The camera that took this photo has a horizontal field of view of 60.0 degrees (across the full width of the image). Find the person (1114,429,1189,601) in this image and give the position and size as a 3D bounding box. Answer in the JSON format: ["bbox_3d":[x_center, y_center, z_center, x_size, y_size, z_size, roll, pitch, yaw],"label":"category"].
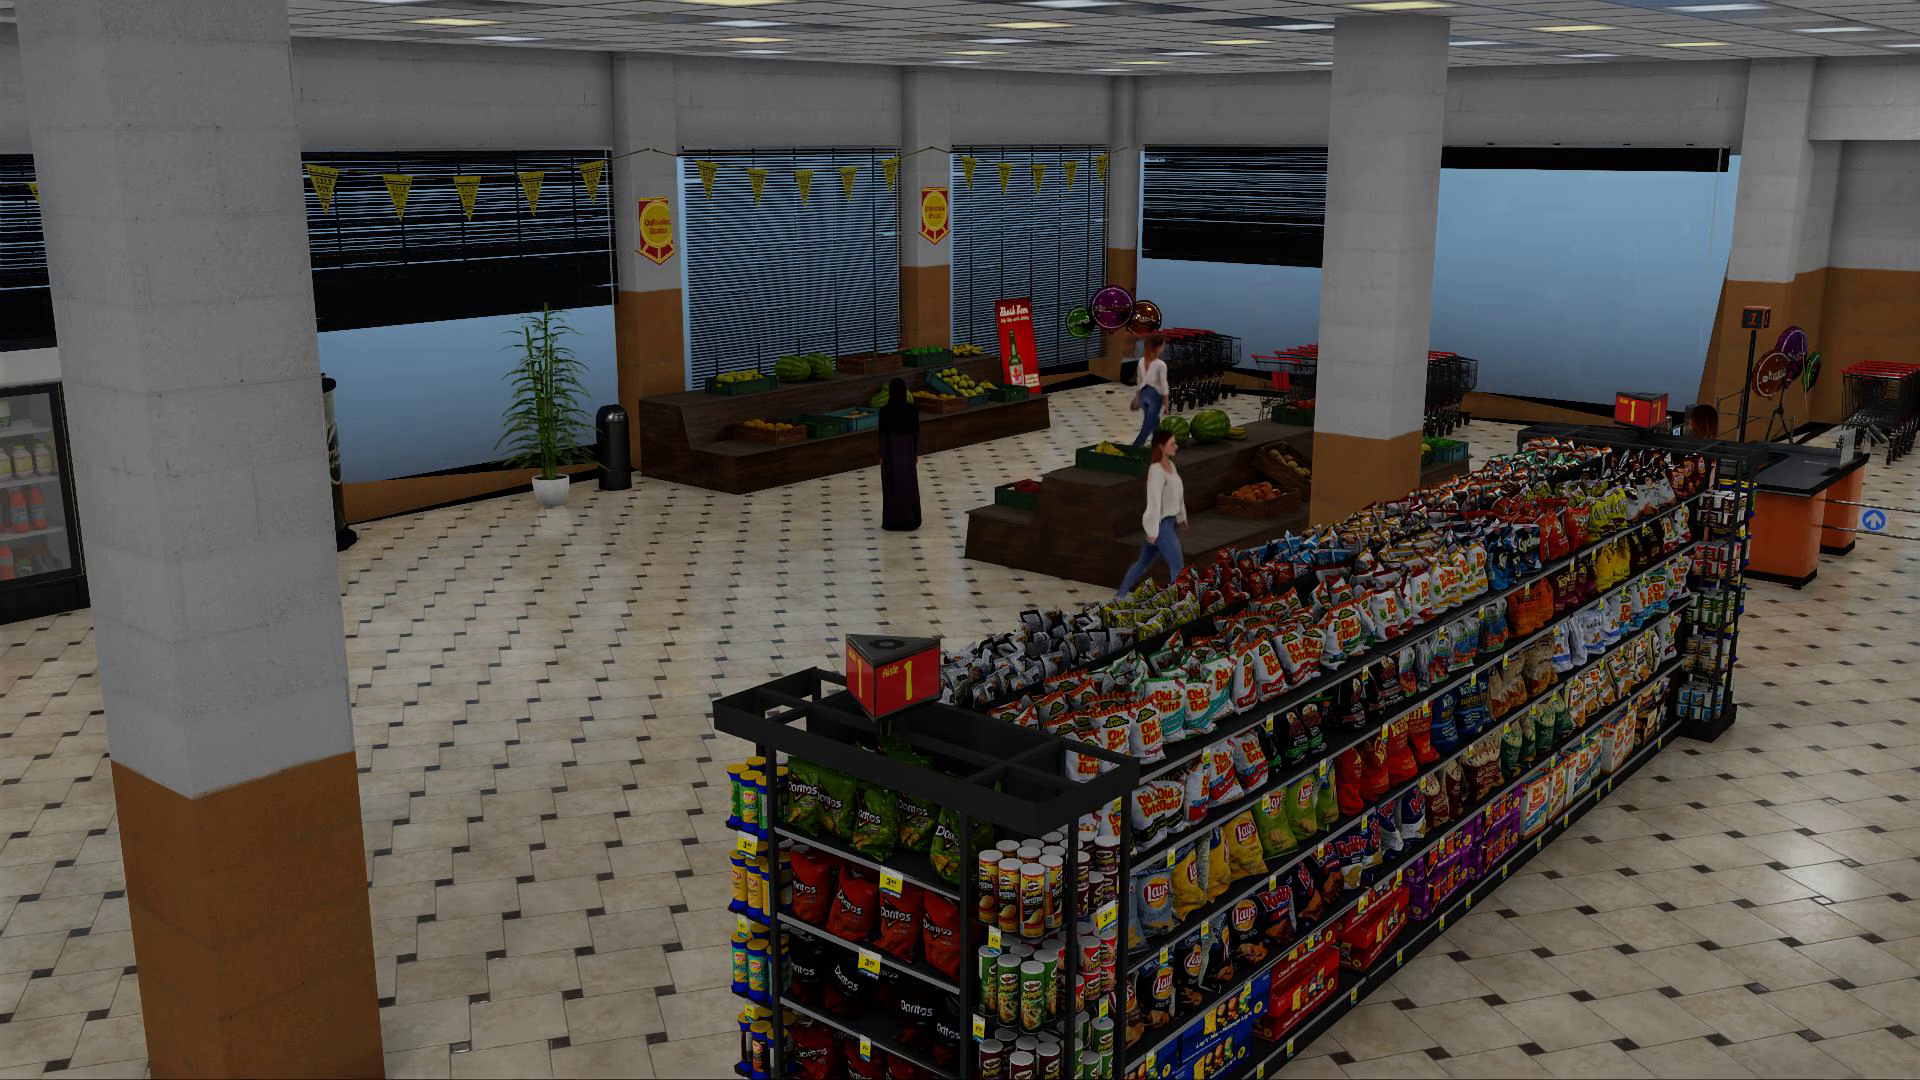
[{"bbox_3d":[1.608,-0.094,13.999,0.976,1.655,1.135,4,14,17],"label":"person"}]

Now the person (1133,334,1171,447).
[{"bbox_3d":[2.275,-1.621,20.269,1.219,1.667,0.806,-10,17,-35],"label":"person"}]

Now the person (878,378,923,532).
[{"bbox_3d":[-0.643,-0.905,17.430,0.708,1.614,0.779,-2,14,-10],"label":"person"}]
